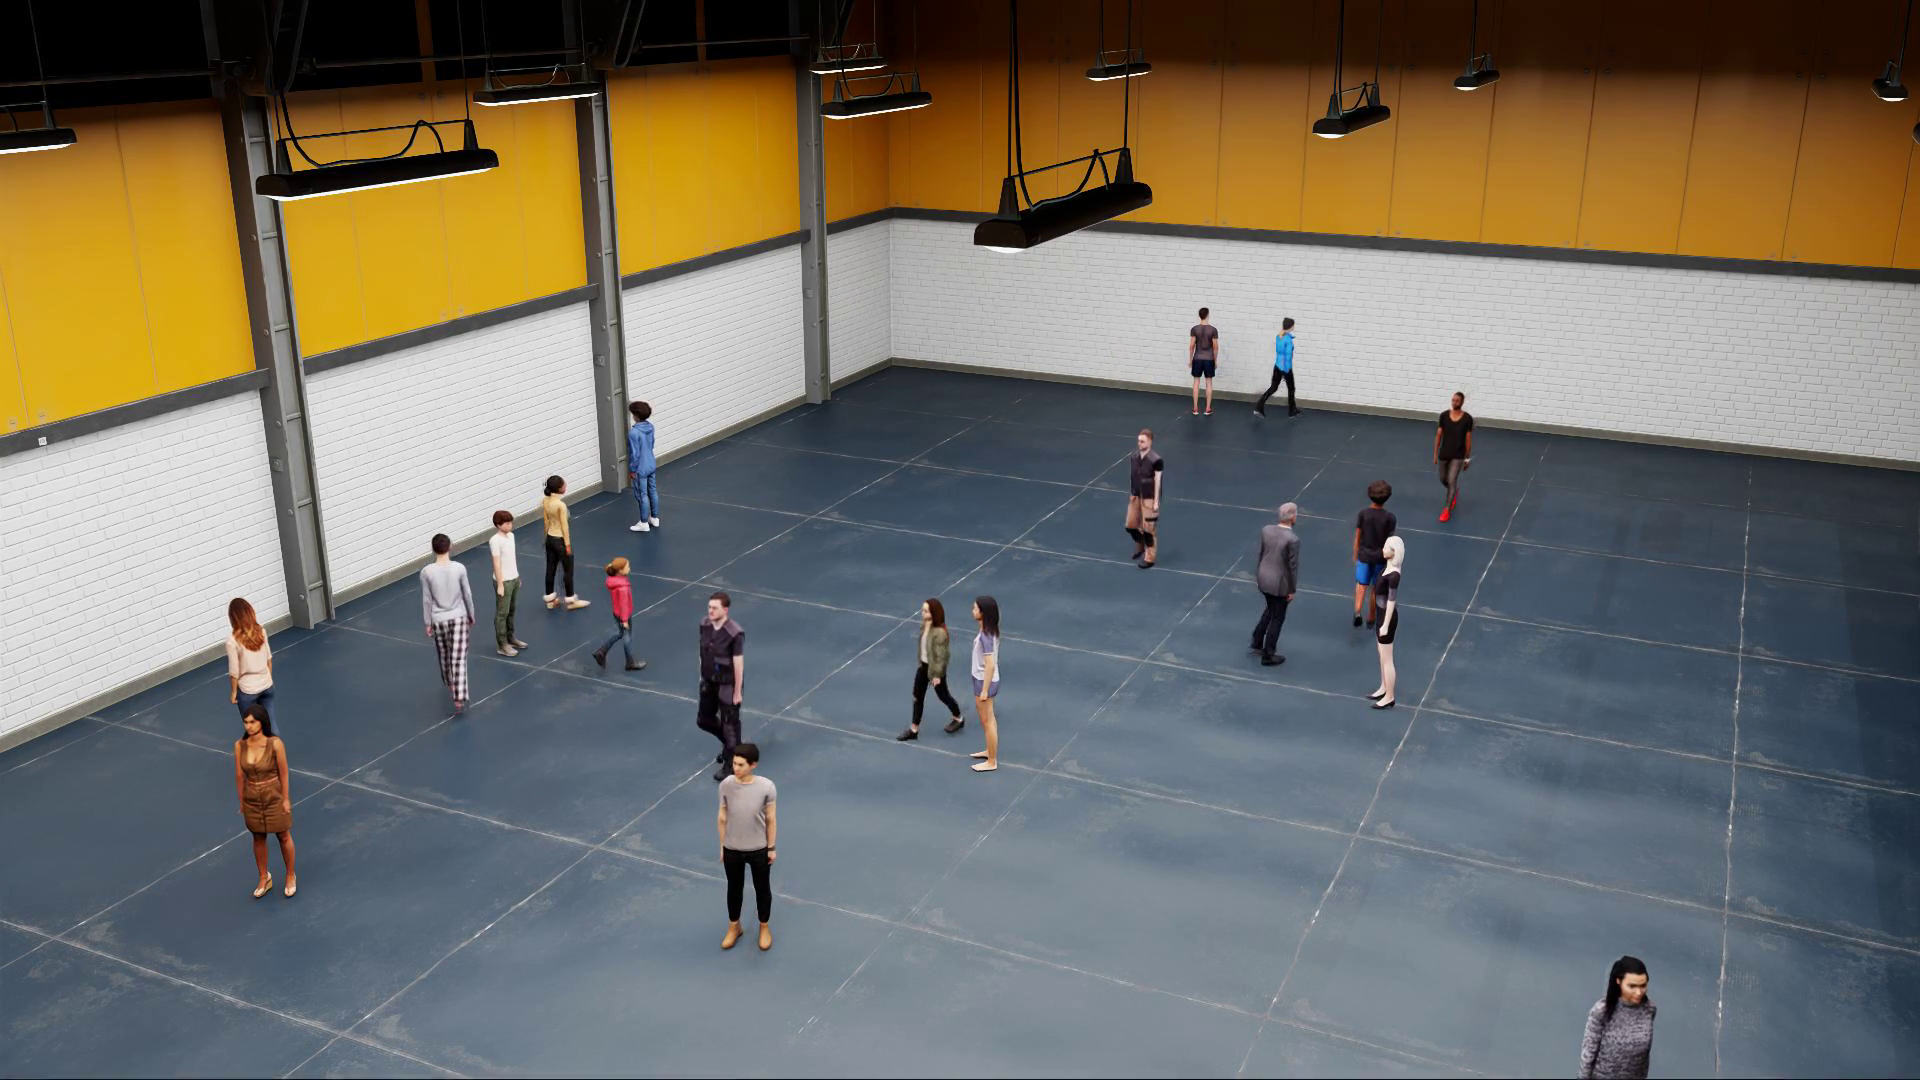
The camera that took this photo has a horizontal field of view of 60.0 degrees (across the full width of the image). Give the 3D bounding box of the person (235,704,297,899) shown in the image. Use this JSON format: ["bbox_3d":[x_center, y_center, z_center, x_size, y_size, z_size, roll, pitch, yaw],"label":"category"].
[{"bbox_3d":[-5.642,2.116,13.523,0.639,1.690,0.642,0,19,-1],"label":"person"}]

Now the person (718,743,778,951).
[{"bbox_3d":[-1.634,2.335,12.831,0.667,1.716,0.640,2,19,5],"label":"person"}]

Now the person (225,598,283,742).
[{"bbox_3d":[-6.590,1.385,15.539,0.685,1.788,0.516,13,22,33],"label":"person"}]

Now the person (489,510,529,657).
[{"bbox_3d":[-5.057,0.454,18.517,0.679,1.653,0.521,5,19,14],"label":"person"}]

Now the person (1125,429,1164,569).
[{"bbox_3d":[2.445,-0.548,21.224,0.793,1.824,0.778,-17,25,-41],"label":"person"}]

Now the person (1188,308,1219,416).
[{"bbox_3d":[4.202,-3.091,28.730,0.699,1.853,0.628,4,19,12],"label":"person"}]

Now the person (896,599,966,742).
[{"bbox_3d":[-0.204,1.282,16.391,1.069,1.441,0.914,-11,22,-30],"label":"person"}]

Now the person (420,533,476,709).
[{"bbox_3d":[-5.232,0.868,17.060,1.134,1.798,1.230,-6,19,-16],"label":"person"}]

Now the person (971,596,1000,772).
[{"bbox_3d":[0.244,1.342,15.754,0.712,1.733,0.568,0,19,1],"label":"person"}]

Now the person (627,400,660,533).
[{"bbox_3d":[-4.317,-1.025,22.659,0.718,1.811,0.492,8,20,24],"label":"person"}]

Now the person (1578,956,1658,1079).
[{"bbox_3d":[3.940,3.270,10.032,0.689,1.731,0.709,-3,19,-8],"label":"person"}]

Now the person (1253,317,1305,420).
[{"bbox_3d":[5.407,-2.880,28.250,1.183,1.760,1.155,-6,20,-18],"label":"person"}]

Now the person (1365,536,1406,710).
[{"bbox_3d":[4.395,0.838,17.102,0.687,1.829,0.545,2,19,6],"label":"person"}]

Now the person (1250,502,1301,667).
[{"bbox_3d":[3.431,0.483,18.182,0.849,1.812,0.841,-12,22,-32],"label":"person"}]

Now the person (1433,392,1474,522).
[{"bbox_3d":[6.900,-1.195,23.207,0.768,1.784,1.136,12,22,32],"label":"person"}]

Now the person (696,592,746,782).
[{"bbox_3d":[-2.176,1.331,15.620,0.808,1.840,0.791,14,23,36],"label":"person"}]

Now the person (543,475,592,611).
[{"bbox_3d":[-4.805,0.029,19.772,0.767,1.657,0.740,11,22,30],"label":"person"}]

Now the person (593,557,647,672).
[{"bbox_3d":[-3.719,0.817,17.979,0.859,1.307,0.765,-9,21,-25],"label":"person"}]

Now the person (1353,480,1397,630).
[{"bbox_3d":[4.723,0.208,19.037,0.606,1.786,0.848,8,20,22],"label":"person"}]
